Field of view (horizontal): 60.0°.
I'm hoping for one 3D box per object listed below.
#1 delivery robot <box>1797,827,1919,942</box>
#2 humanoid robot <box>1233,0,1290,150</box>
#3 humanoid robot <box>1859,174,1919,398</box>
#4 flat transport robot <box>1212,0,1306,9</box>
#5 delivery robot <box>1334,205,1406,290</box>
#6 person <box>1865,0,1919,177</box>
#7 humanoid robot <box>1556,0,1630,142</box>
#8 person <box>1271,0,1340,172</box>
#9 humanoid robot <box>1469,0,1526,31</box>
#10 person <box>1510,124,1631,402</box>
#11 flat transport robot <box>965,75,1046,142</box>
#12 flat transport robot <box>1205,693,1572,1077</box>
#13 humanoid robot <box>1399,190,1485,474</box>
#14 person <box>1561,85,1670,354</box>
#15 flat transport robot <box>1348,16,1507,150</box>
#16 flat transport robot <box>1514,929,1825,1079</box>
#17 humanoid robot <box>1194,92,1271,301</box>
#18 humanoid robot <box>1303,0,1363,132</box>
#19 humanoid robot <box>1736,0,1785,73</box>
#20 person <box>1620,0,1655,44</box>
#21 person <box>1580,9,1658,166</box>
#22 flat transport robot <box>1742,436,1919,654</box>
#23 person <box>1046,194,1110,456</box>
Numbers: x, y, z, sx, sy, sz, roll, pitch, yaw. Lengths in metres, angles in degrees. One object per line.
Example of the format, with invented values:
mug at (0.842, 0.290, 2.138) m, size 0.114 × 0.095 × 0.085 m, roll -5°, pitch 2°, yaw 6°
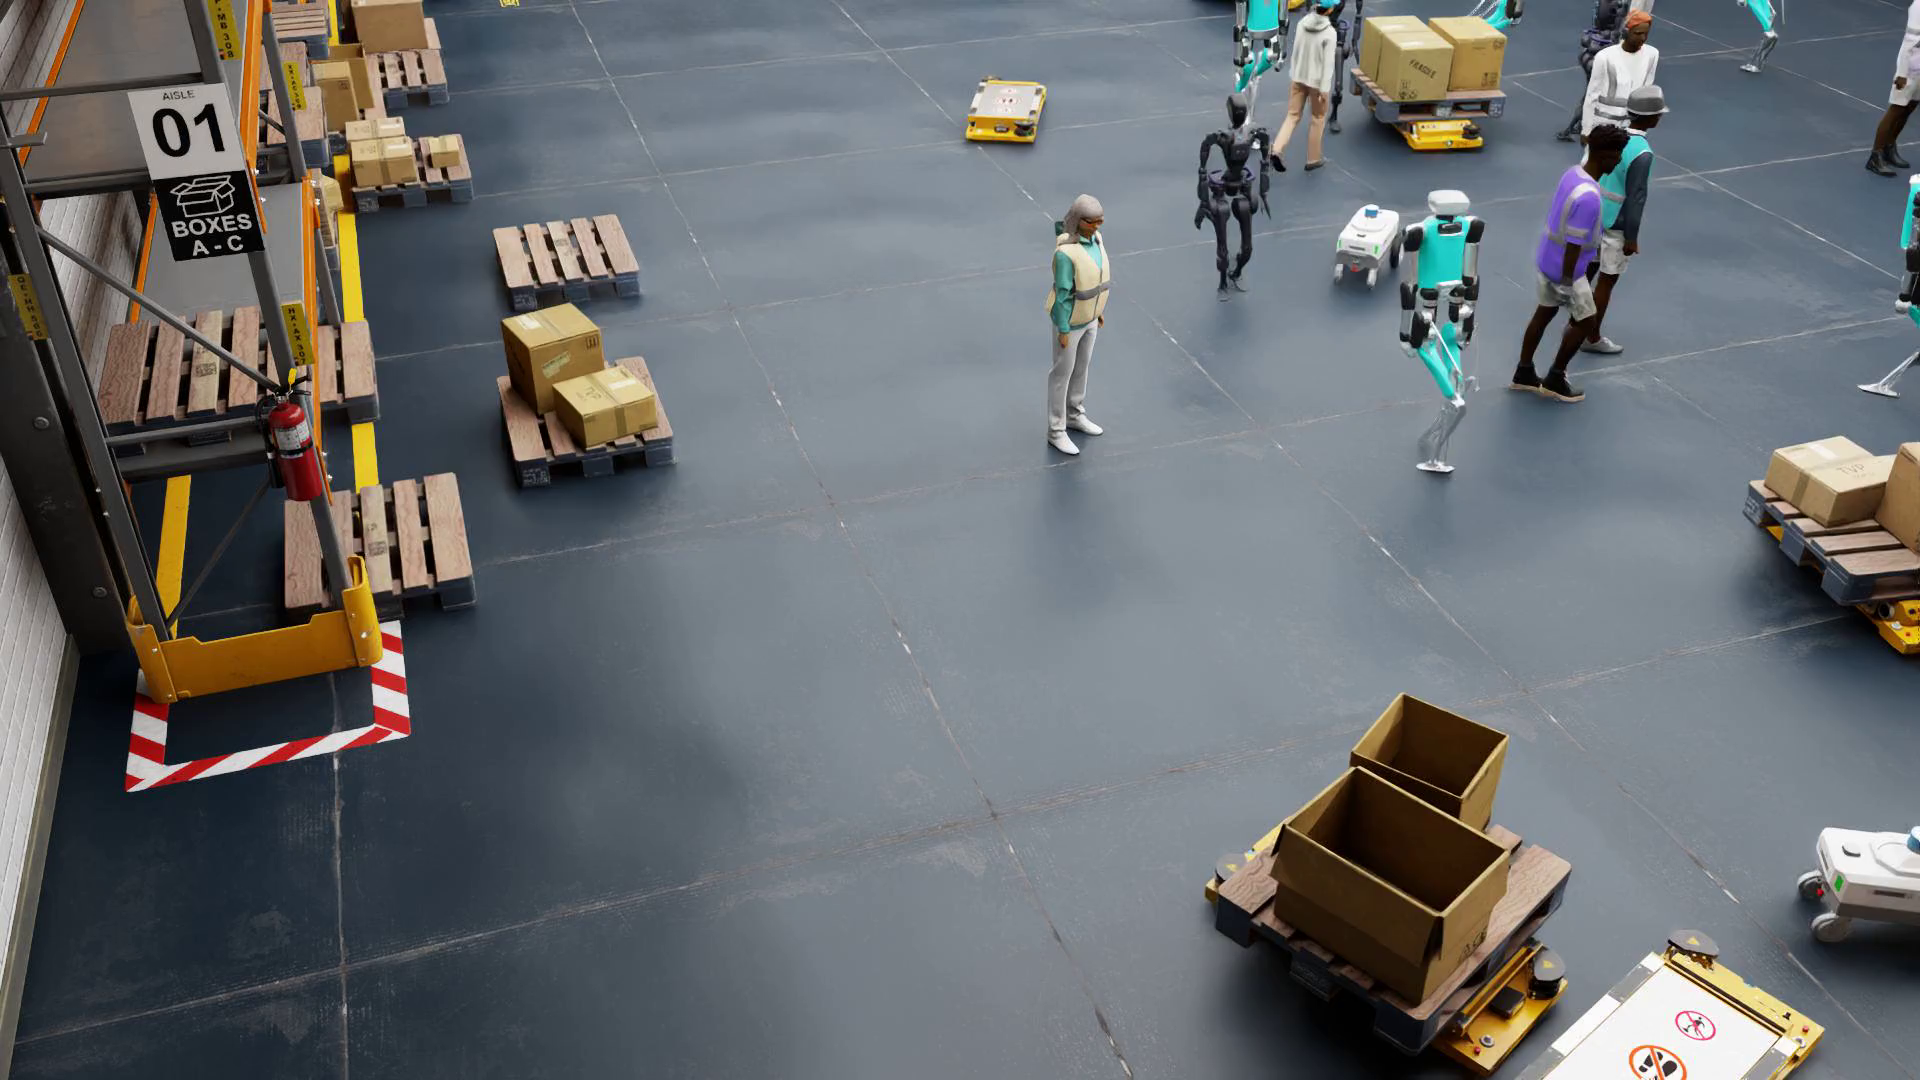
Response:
delivery robot at (4.149, 1.518, 7.282) m, size 0.814 × 0.610 × 0.499 m, roll 6°, pitch 34°, yaw 9°
humanoid robot at (2.719, -4.581, 15.558) m, size 0.577 × 1.778 × 0.892 m, roll -6°, pitch 34°, yaw -10°
humanoid robot at (6.601, -1.642, 11.099) m, size 0.871 × 1.841 × 0.548 m, roll 17°, pitch 37°, yaw 25°
flat transport robot at (3.468, -6.662, 20.076) m, size 1.431 × 0.231 × 0.659 m, roll 17°, pitch 37°, yaw 24°
delivery robot at (3.245, -2.372, 13.241) m, size 0.499 × 0.602 × 0.795 m, roll 15°, pitch 36°, yaw 21°
person at (8.550, -4.225, 14.818) m, size 0.559 × 1.935 × 0.366 m, roll -21°, pitch 39°, yaw -29°
humanoid robot at (5.955, -4.569, 15.595) m, size 0.486 × 1.644 × 0.589 m, roll -1°, pitch 33°, yaw -1°
person at (3.071, -4.060, 14.818) m, size 0.475 × 1.645 × 0.682 m, roll 27°, pitch 42°, yaw 35°
humanoid robot at (5.420, -5.389, 16.783) m, size 0.755 × 1.770 × 0.531 m, roll -1°, pitch 33°, yaw -1°
person at (4.151, -1.846, 11.157) m, size 0.619 × 1.936 × 0.617 m, roll 2°, pitch 33°, yaw 3°
flat transport robot at (0.464, -4.240, 16.361) m, size 0.659 × 0.231 × 1.431 m, roll 4°, pitch 33°, yaw 6°
flat transport robot at (1.833, 1.704, 7.245) m, size 1.431 × 0.231 × 0.659 m, roll 29°, pitch 43°, yaw 36°
humanoid robot at (3.099, -1.215, 10.427) m, size 0.545 × 1.769 × 0.920 m, roll -9°, pitch 34°, yaw -13°
person at (4.638, -2.272, 11.815) m, size 0.433 × 1.939 × 0.553 m, roll -5°, pitch 33°, yaw -7°
flat transport robot at (4.506, -4.134, 16.199) m, size 0.659 × 0.231 × 1.431 m, roll -4°, pitch 33°, yaw -6°
flat transport robot at (2.785, 2.117, 6.611) m, size 1.431 × 0.231 × 0.659 m, roll -25°, pitch 41°, yaw -33°
humanoid robot at (2.067, -2.622, 12.604) m, size 0.592 × 1.631 × 0.442 m, roll -2°, pitch 33°, yaw -3°
humanoid robot at (3.517, -4.738, 15.839) m, size 0.605 × 1.640 × 0.458 m, roll 4°, pitch 33°, yaw 5°
humanoid robot at (8.389, -5.621, 17.226) m, size 0.534 × 1.874 × 0.718 m, roll -18°, pitch 37°, yaw -25°
person at (7.260, -5.919, 17.469) m, size 0.461 × 1.875 × 0.341 m, roll -25°, pitch 40°, yaw -32°
person at (5.332, -3.398, 13.603) m, size 0.573 × 1.876 × 0.352 m, roll -9°, pitch 34°, yaw -13°
flat transport robot at (5.325, 0.148, 9.632) m, size 0.659 × 0.231 × 1.431 m, roll -5°, pitch 33°, yaw -8°
person at (0.740, -1.399, 10.682) m, size 0.369 × 1.712 × 0.464 m, roll 21°, pitch 39°, yaw 29°
